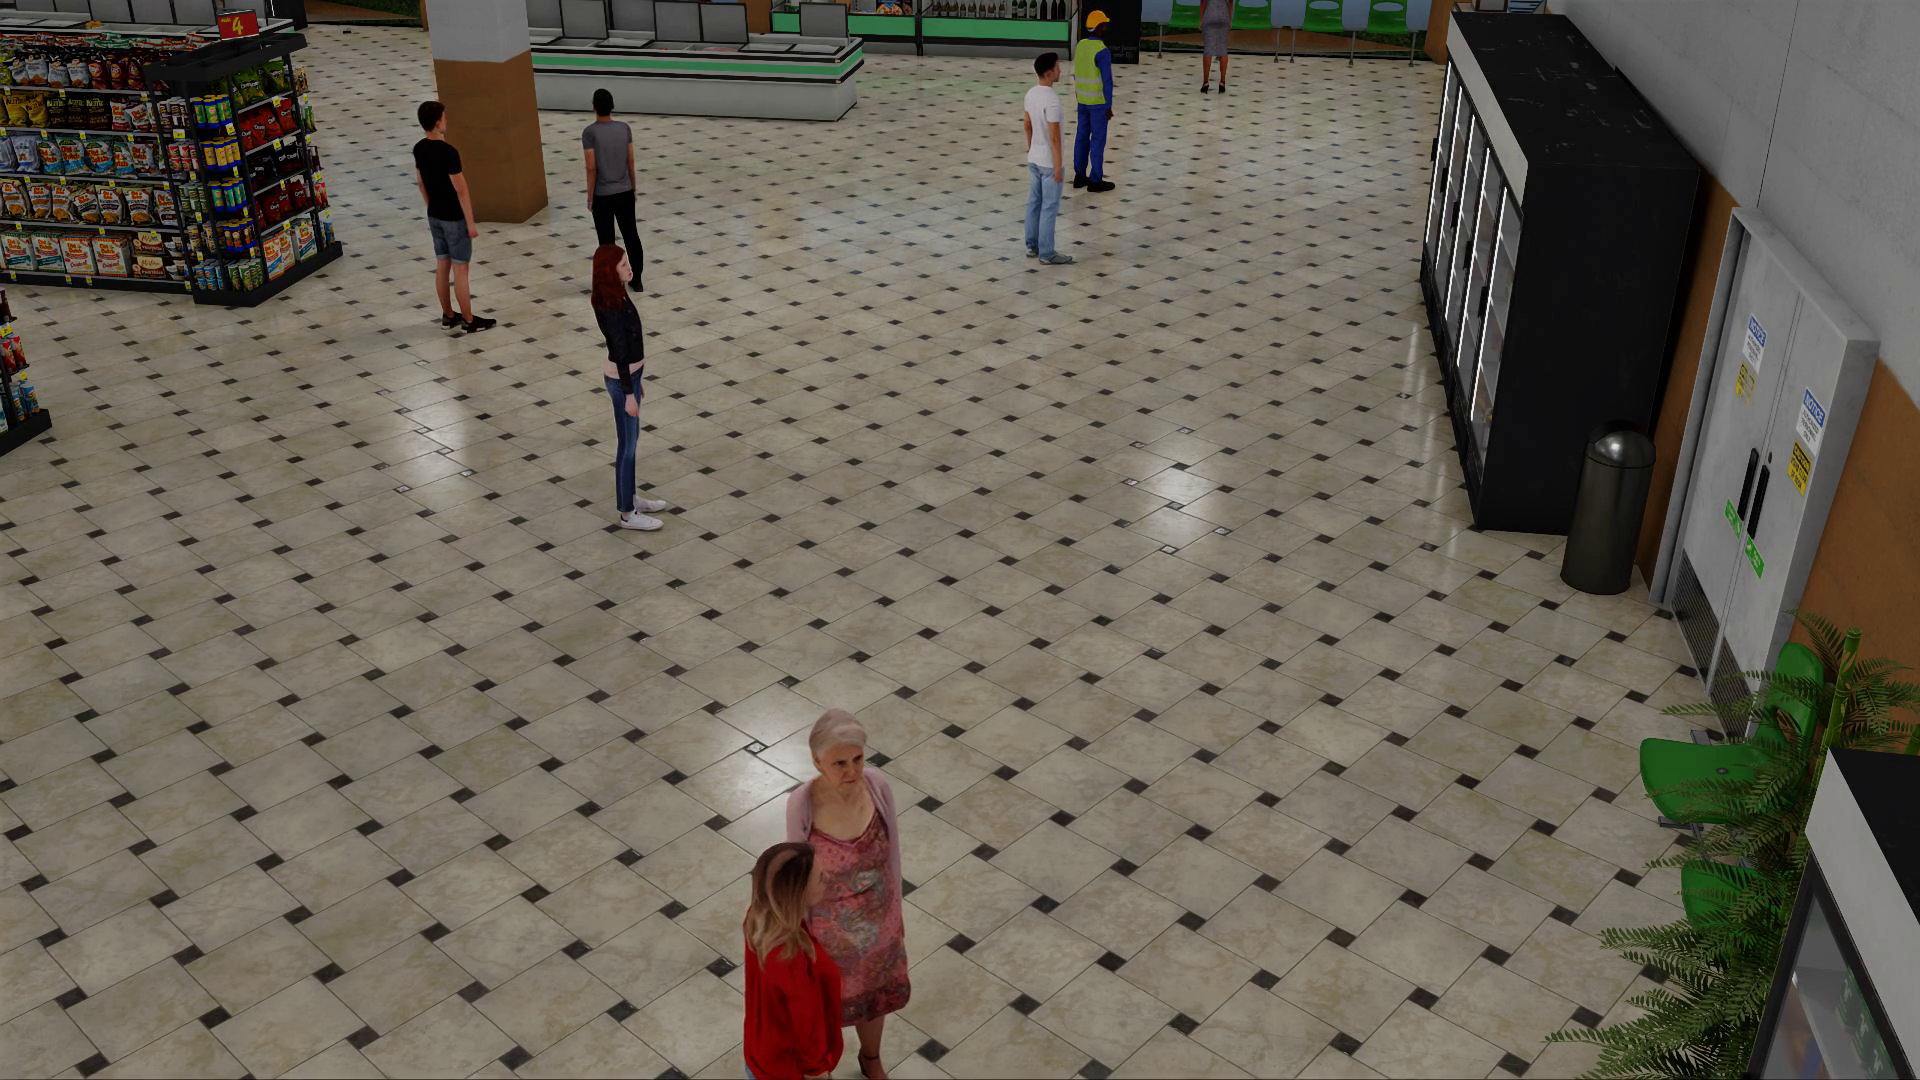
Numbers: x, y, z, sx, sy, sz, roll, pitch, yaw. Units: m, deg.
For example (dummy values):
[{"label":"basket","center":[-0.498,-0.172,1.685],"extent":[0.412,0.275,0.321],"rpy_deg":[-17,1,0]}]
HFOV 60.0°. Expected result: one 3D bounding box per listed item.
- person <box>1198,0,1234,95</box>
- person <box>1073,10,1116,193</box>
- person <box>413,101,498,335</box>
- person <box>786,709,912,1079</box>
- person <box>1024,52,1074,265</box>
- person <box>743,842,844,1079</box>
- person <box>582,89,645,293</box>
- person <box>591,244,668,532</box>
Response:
[{"label":"person","center":[3.294,-6.663,21.407],"extent":[0.492,1.781,0.659],"rpy_deg":[1,27,3]},{"label":"person","center":[1.373,-4.541,17.188],"extent":[0.806,1.812,0.737],"rpy_deg":[-19,32,-32]},{"label":"person","center":[-4.096,-2.573,13.270],"extent":[0.650,1.846,0.798],"rpy_deg":[17,32,30]},{"label":"person","center":[-0.402,1.303,5.799],"extent":[0.687,1.690,0.758],"rpy_deg":[-15,30,-27]},{"label":"person","center":[0.769,-3.423,14.925],"extent":[0.775,1.865,0.753],"rpy_deg":[-13,30,-24]},{"label":"person","center":[-0.525,1.640,5.119],"extent":[0.715,1.704,0.686],"rpy_deg":[-13,30,-24]},{"label":"person","center":[-2.948,-2.941,14.096],"extent":[0.697,1.755,0.745],"rpy_deg":[-20,33,-34]},{"label":"person","center":[-2.028,-0.929,10.094],"extent":[0.615,1.787,0.630],"rpy_deg":[-2,27,-3]}]
